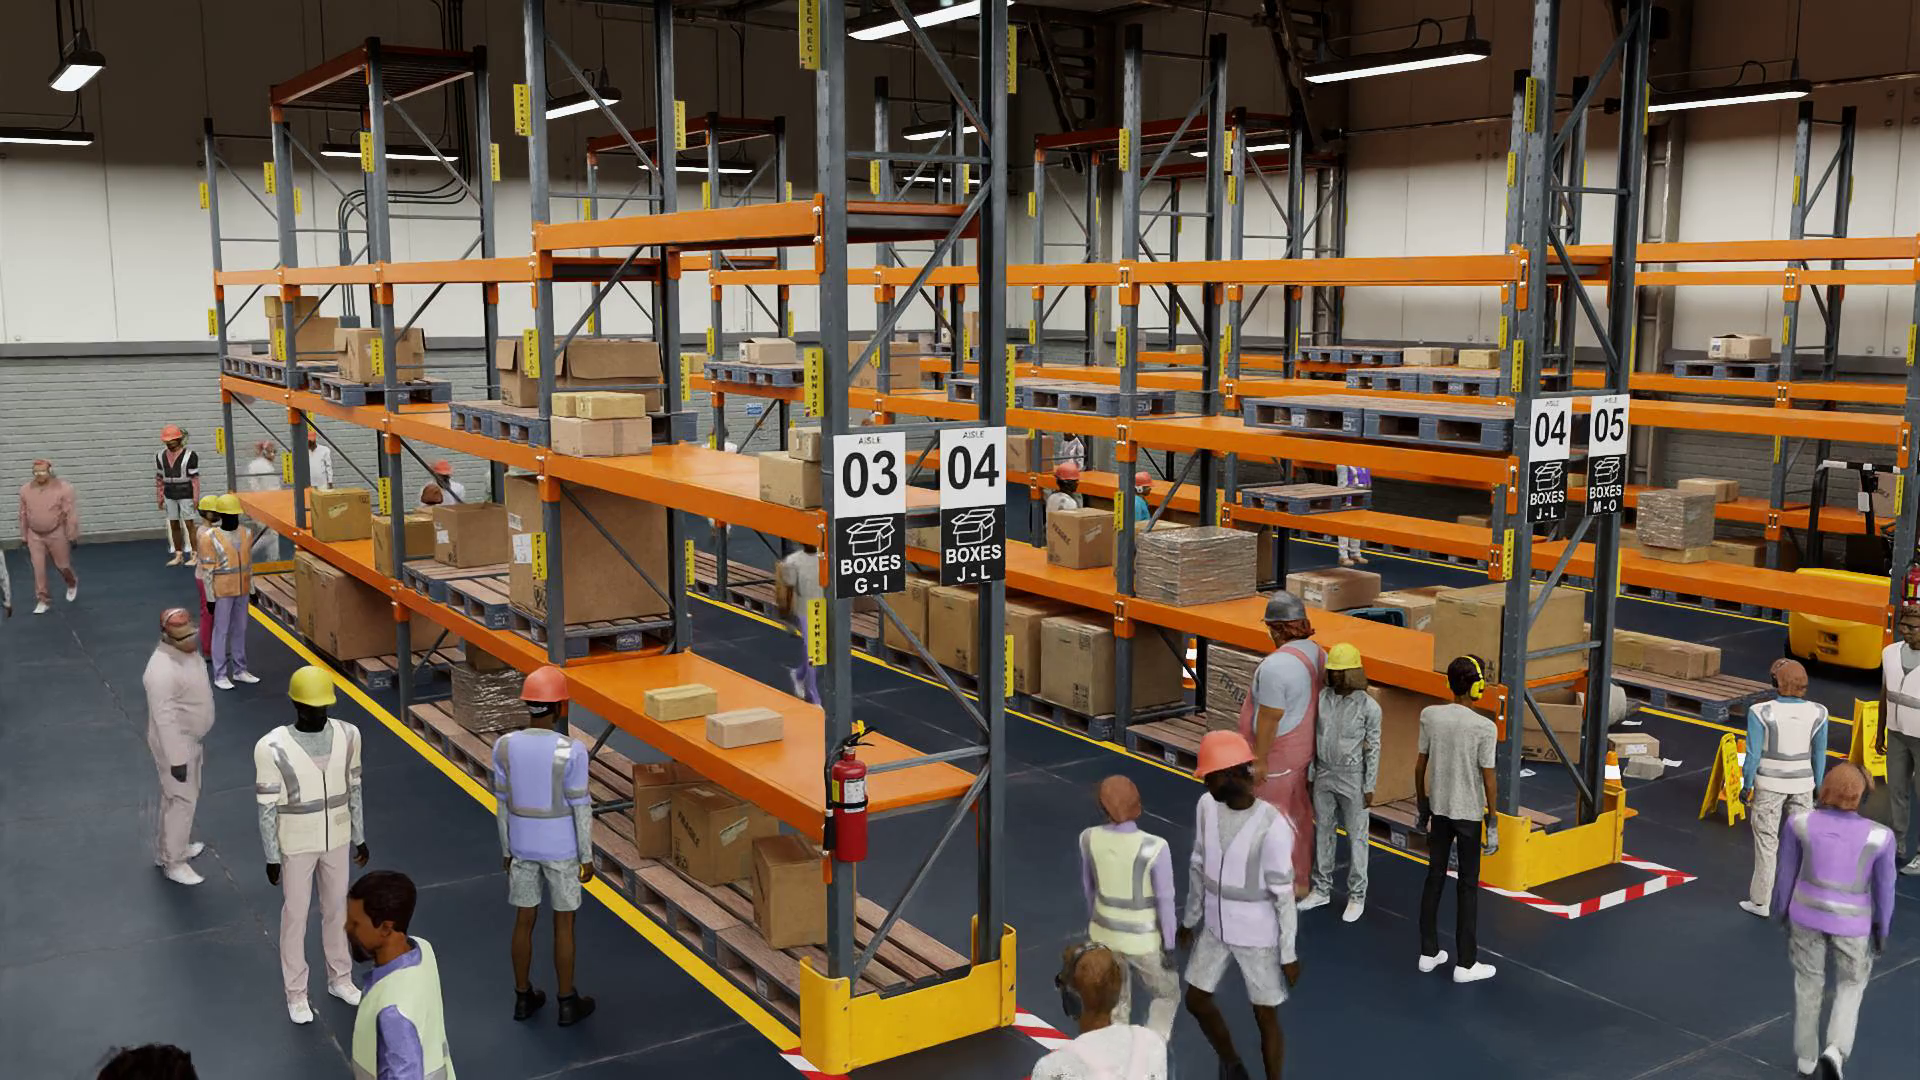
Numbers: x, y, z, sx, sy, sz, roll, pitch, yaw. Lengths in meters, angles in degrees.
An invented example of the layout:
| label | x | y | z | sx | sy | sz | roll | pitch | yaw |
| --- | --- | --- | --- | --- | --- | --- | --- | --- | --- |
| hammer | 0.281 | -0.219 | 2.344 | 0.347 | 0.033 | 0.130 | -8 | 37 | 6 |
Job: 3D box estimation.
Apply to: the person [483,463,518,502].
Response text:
| label | x | y | z | sx | sy | sz | roll | pitch | yaw |
| --- | --- | --- | --- | --- | --- | --- | --- | --- | --- |
| person | -6.685 | -0.510 | 24.338 | 0.519 | 1.569 | 0.943 | -1 | 9 | -4 |

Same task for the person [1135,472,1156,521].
| label | x | y | z | sx | sy | sz | roll | pitch | yaw |
| --- | --- | --- | --- | --- | --- | --- | --- | --- | --- |
| person | 2.172 | 0.052 | 19.969 | 0.329 | 1.752 | 0.563 | 1 | 9 | 7 |

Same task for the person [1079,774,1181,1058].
| label | x | y | z | sx | sy | sz | roll | pitch | yaw |
| --- | --- | --- | --- | --- | --- | --- | --- | --- | --- |
| person | 0.820 | 1.922 | 8.003 | 0.537 | 1.619 | 0.371 | 7 | 11 | 37 |

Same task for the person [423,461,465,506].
| label | x | y | z | sx | sy | sz | roll | pitch | yaw |
| --- | --- | --- | --- | --- | --- | --- | --- | --- | --- |
| person | -6.679 | -0.175 | 21.621 | 0.586 | 1.702 | 0.880 | -6 | 10 | -33 |

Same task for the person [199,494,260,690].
| label | x | y | z | sx | sy | sz | roll | pitch | yaw |
| --- | --- | --- | --- | --- | --- | --- | --- | --- | --- |
| person | -7.179 | 0.500 | 16.412 | 0.384 | 1.925 | 0.593 | 4 | 9 | 25 |

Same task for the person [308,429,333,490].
| label | x | y | z | sx | sy | sz | roll | pitch | yaw |
| --- | --- | --- | --- | --- | --- | --- | --- | --- | --- |
| person | -10.332 | -0.935 | 26.599 | 0.574 | 1.738 | 0.352 | -3 | 9 | -21 |

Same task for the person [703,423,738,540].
| label | x | y | z | sx | sy | sz | roll | pitch | yaw |
| --- | --- | --- | --- | --- | --- | --- | --- | --- | --- |
| person | -3.752 | -0.909 | 26.016 | 0.589 | 1.861 | 0.744 | 0 | 9 | 2 |

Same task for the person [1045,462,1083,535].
| label | x | y | z | sx | sy | sz | roll | pitch | yaw |
| --- | --- | --- | --- | --- | --- | --- | --- | --- | --- |
| person | 1.161 | 0.159 | 18.288 | 0.383 | 2.045 | 0.605 | -3 | 9 | -21 |

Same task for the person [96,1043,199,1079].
| label | x | y | z | sx | sy | sz | roll | pitch | yaw |
| --- | --- | --- | --- | --- | --- | --- | --- | --- | --- |
| person | -2.294 | 2.274 | 4.572 | 0.631 | 1.937 | 0.622 | 2 | 9 | 13 |

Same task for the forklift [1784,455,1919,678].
| label | x | y | z | sx | sy | sz | roll | pitch | yaw |
| --- | --- | --- | --- | --- | --- | --- | --- | --- | --- |
| forklift | 9.643 | 0.253 | 17.172 | 2.313 | 2.155 | 1.214 | -6 | 10 | -33 |

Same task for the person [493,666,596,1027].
| label | x | y | z | sx | sy | sz | roll | pitch | yaw |
| --- | --- | --- | --- | --- | --- | --- | --- | --- | --- |
| person | -2.201 | 1.628 | 8.902 | 0.546 | 1.928 | 0.384 | 2 | 9 | 14 |

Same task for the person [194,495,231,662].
| label | x | y | z | sx | sy | sz | roll | pitch | yaw |
| --- | --- | --- | --- | --- | --- | --- | --- | --- | --- |
| person | -7.913 | 0.403 | 17.595 | 0.330 | 1.765 | 0.526 | -3 | 9 | -18 |

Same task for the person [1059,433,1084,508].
| label | x | y | z | sx | sy | sz | roll | pitch | yaw |
| --- | --- | --- | --- | --- | --- | --- | --- | --- | --- |
| person | 1.810 | -1.045 | 27.059 | 0.404 | 1.824 | 0.590 | -5 | 10 | -31 |

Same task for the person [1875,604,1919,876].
| label | x | y | z | sx | sy | sz | roll | pitch | yaw |
| --- | --- | --- | --- | --- | --- | --- | --- | --- | --- |
| person | 6.439 | 1.331 | 11.202 | 0.389 | 1.835 | 0.560 | -3 | 9 | -21 |

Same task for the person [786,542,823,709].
| label | x | y | z | sx | sy | sz | roll | pitch | yaw |
| --- | --- | --- | --- | --- | --- | --- | --- | --- | --- |
| person | -1.396 | 0.686 | 15.451 | 0.527 | 1.848 | 0.720 | -6 | 11 | -37 |

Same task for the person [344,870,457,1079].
| label | x | y | z | sx | sy | sz | roll | pitch | yaw |
| --- | --- | --- | --- | --- | --- | --- | --- | --- | --- |
| person | -1.962 | 2.084 | 5.881 | 0.392 | 1.922 | 0.587 | -2 | 9 | -15 |

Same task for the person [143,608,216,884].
| label | x | y | z | sx | sy | sz | roll | pitch | yaw |
| --- | --- | --- | --- | --- | --- | --- | --- | --- | --- |
| person | -5.166 | 1.344 | 11.019 | 0.482 | 1.864 | 0.780 | -2 | 9 | -11 |

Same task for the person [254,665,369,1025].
| label | x | y | z | sx | sy | sz | roll | pitch | yaw |
| --- | --- | --- | --- | --- | --- | --- | --- | --- | --- |
| person | -3.474 | 1.616 | 8.980 | 0.366 | 1.926 | 0.587 | 8 | 11 | 41 |

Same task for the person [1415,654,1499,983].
| label | x | y | z | sx | sy | sz | roll | pitch | yaw |
| --- | --- | --- | --- | --- | --- | --- | --- | --- | --- |
| person | 2.831 | 1.570 | 9.475 | 0.315 | 1.869 | 0.526 | -7 | 11 | -41 |

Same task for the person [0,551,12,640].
| label | x | y | z | sx | sy | sz | roll | pitch | yaw |
| --- | --- | --- | --- | --- | --- | --- | --- | --- | --- |
| person | -9.576 | 0.630 | 16.260 | 0.484 | 1.706 | 0.840 | -7 | 11 | -40 |

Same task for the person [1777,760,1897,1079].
| label | x | y | z | sx | sy | sz | roll | pitch | yaw |
| --- | --- | --- | --- | --- | --- | --- | --- | --- | --- |
| person | 4.279 | 1.892 | 8.168 | 0.521 | 1.627 | 0.419 | 6 | 10 | 35 |

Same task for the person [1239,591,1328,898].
| label | x | y | z | sx | sy | sz | roll | pitch | yaw |
| --- | --- | --- | --- | --- | --- | --- | --- | --- | --- |
| person | 2.051 | 1.313 | 10.620 | 0.535 | 2.000 | 0.689 | 8 | 11 | 41 |

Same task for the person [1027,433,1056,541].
| label | x | y | z | sx | sy | sz | roll | pitch | yaw |
| --- | --- | --- | --- | --- | --- | --- | --- | --- | --- |
| person | 1.267 | -0.834 | 26.049 | 0.531 | 1.698 | 0.320 | 5 | 10 | 30 |

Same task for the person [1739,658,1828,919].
| label | x | y | z | sx | sy | sz | roll | pitch | yaw |
| --- | --- | --- | --- | --- | --- | --- | --- | --- | --- |
| person | 5.127 | 1.550 | 10.371 | 0.522 | 1.639 | 0.309 | 0 | 9 | -1 |

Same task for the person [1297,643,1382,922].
| label | x | y | z | sx | sy | sz | roll | pitch | yaw |
| --- | --- | --- | --- | --- | --- | --- | --- | --- | --- |
| person | 2.371 | 1.498 | 10.373 | 0.485 | 1.745 | 0.296 | 8 | 12 | 42 |

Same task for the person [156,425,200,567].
| label | x | y | z | sx | sy | sz | roll | pitch | yaw |
| --- | --- | --- | --- | --- | --- | --- | --- | --- | --- |
| person | -11.063 | -0.616 | 23.514 | 0.611 | 2.031 | 0.410 | 1 | 9 | 5 |

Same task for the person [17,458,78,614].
| label | x | y | z | sx | sy | sz | roll | pitch | yaw |
| --- | --- | --- | --- | --- | --- | --- | --- | --- | --- |
| person | -11.152 | -0.070 | 20.371 | 0.665 | 1.884 | 0.697 | -1 | 9 | -9 |

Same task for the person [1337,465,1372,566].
| label | x | y | z | sx | sy | sz | roll | pitch | yaw |
| --- | --- | --- | --- | --- | --- | --- | --- | --- | --- |
| person | 5.641 | -0.557 | 23.729 | 0.633 | 1.841 | 0.429 | -7 | 11 | -38 |

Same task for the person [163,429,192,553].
| label | x | y | z | sx | sy | sz | roll | pitch | yaw |
| --- | --- | --- | --- | --- | --- | --- | --- | --- | --- |
| person | -11.697 | -0.725 | 24.860 | 0.604 | 1.854 | 0.348 | 0 | 9 | 1 |

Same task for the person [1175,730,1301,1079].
| label | x | y | z | sx | sy | sz | roll | pitch | yaw |
| --- | --- | --- | --- | --- | --- | --- | --- | --- | --- |
| person | 1.273 | 1.816 | 7.721 | 0.411 | 1.908 | 0.665 | -7 | 11 | -40 |

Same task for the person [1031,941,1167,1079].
| label | x | y | z | sx | sy | sz | roll | pitch | yaw |
| --- | --- | --- | --- | --- | --- | --- | --- | --- | --- |
| person | 0.392 | 2.195 | 5.553 | 0.528 | 1.788 | 0.990 | -6 | 11 | -36 |
